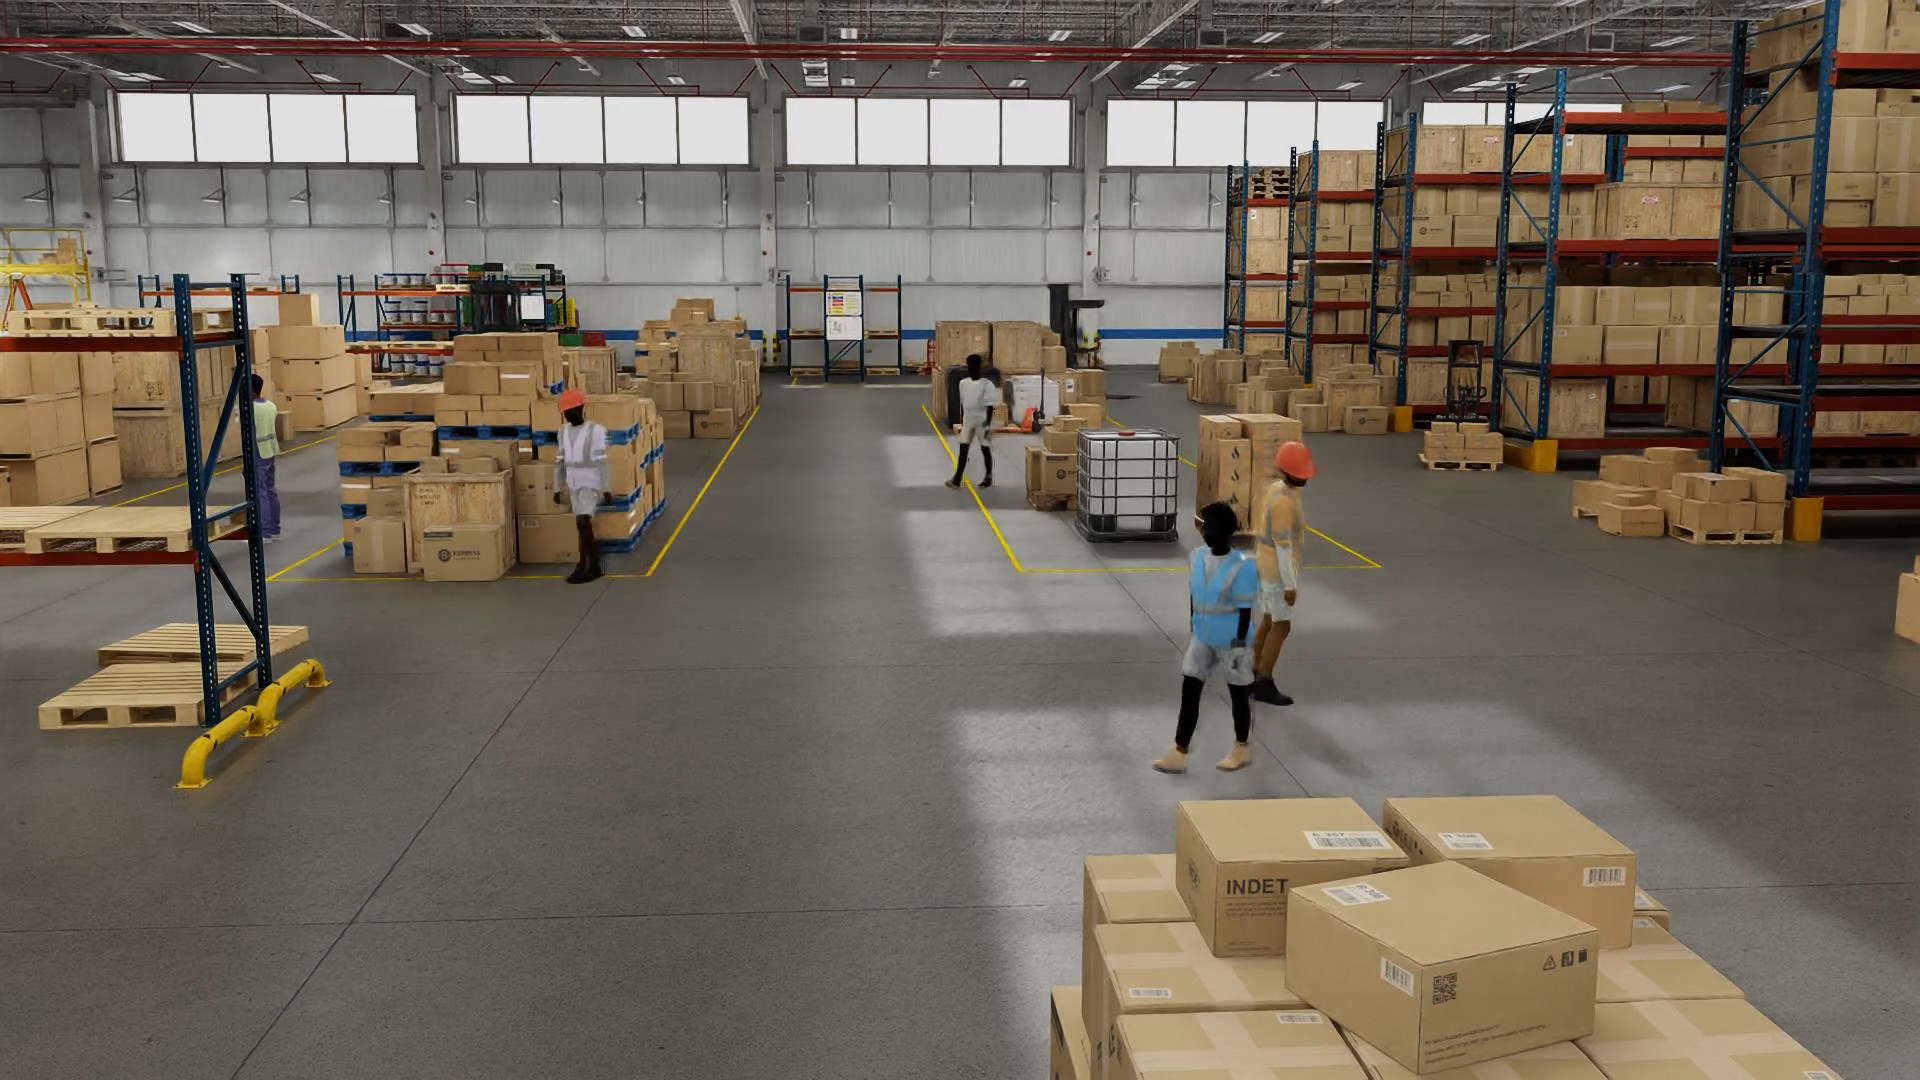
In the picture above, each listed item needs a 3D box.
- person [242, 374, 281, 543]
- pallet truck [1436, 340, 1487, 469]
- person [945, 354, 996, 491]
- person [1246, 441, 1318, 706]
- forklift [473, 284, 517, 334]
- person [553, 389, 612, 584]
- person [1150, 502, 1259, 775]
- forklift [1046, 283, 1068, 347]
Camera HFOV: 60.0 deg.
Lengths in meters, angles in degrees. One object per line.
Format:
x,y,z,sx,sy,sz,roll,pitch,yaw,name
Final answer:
-7.913,-0.919,18.812,0.390,1.919,0.591,1,9,4,person
8.004,-2.170,26.422,0.823,1.965,1.885,2,9,14,pallet truck
0.178,-1.636,23.309,0.633,1.911,0.984,6,11,35,person
2.255,0.219,11.777,0.469,1.884,0.722,1,9,6,person
-10.309,-4.309,37.087,1.129,2.768,1.873,-2,9,-14,forklift
-3.786,-0.515,16.312,0.562,1.903,0.803,5,10,28,person
1.480,0.612,9.954,0.793,1.660,0.557,-8,12,-41,person
2.348,-4.768,39.972,1.873,2.768,1.129,2,9,14,forklift
